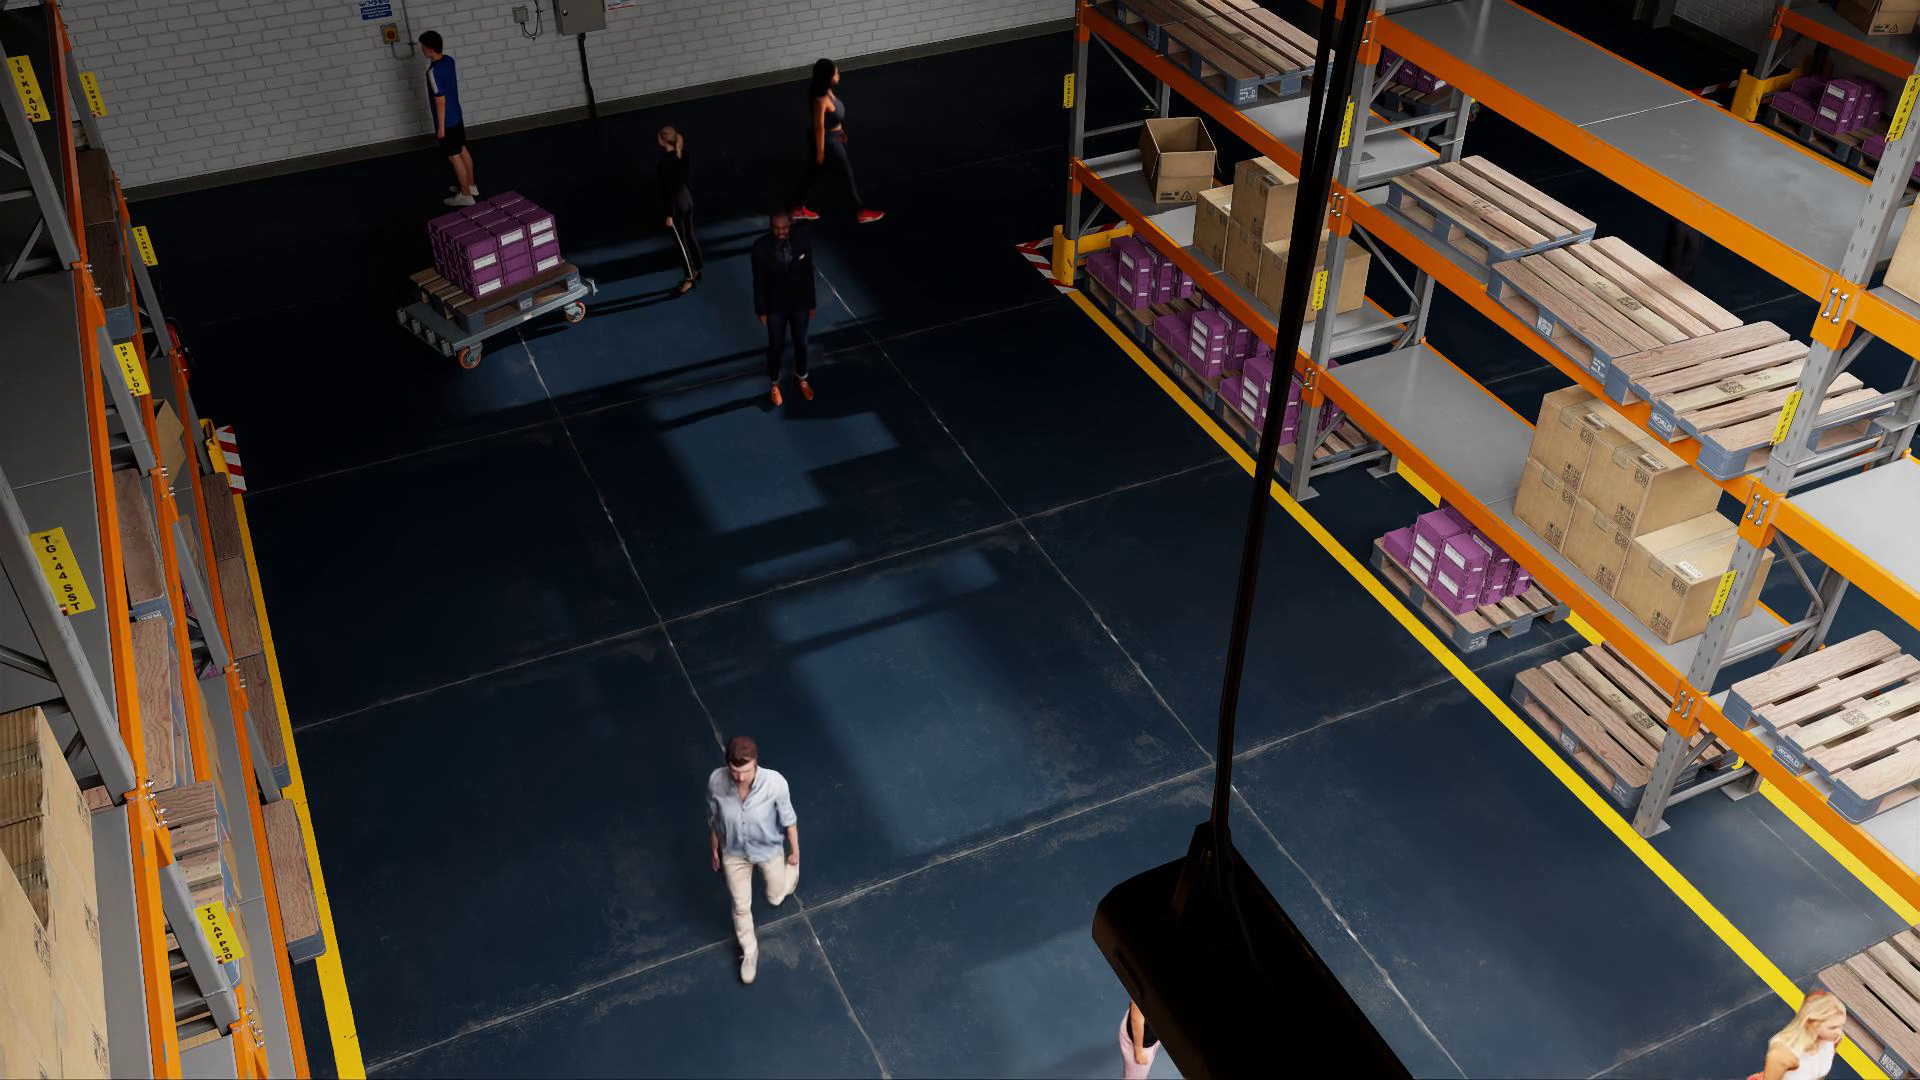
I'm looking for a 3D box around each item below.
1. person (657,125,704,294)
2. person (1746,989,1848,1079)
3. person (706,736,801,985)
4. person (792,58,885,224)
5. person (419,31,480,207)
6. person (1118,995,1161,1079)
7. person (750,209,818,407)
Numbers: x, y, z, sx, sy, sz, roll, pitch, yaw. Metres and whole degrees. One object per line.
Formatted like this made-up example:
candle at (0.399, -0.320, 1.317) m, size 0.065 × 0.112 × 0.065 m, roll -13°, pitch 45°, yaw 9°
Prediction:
person at (-2.674, -3.151, 15.862) m, size 0.744 × 1.705 × 0.683 m, roll 13°, pitch 40°, yaw 15°
person at (4.018, 2.784, 8.363) m, size 0.643 × 1.789 × 0.851 m, roll -14°, pitch 41°, yaw -17°
person at (-1.171, 1.718, 9.670) m, size 0.981 × 1.823 × 1.126 m, roll 6°, pitch 39°, yaw 7°
person at (-1.448, -4.005, 16.886) m, size 1.033 × 1.762 × 1.229 m, roll -2°, pitch 39°, yaw -3°
person at (-5.317, -4.397, 17.292) m, size 0.790 × 1.868 × 0.663 m, roll 0°, pitch 39°, yaw 0°
person at (0.968, 2.596, 8.778) m, size 0.676 × 1.565 × 0.623 m, roll 15°, pitch 41°, yaw 18°
person at (-1.482, -2.048, 14.393) m, size 0.728 × 1.815 × 0.672 m, roll -11°, pitch 40°, yaw -13°
